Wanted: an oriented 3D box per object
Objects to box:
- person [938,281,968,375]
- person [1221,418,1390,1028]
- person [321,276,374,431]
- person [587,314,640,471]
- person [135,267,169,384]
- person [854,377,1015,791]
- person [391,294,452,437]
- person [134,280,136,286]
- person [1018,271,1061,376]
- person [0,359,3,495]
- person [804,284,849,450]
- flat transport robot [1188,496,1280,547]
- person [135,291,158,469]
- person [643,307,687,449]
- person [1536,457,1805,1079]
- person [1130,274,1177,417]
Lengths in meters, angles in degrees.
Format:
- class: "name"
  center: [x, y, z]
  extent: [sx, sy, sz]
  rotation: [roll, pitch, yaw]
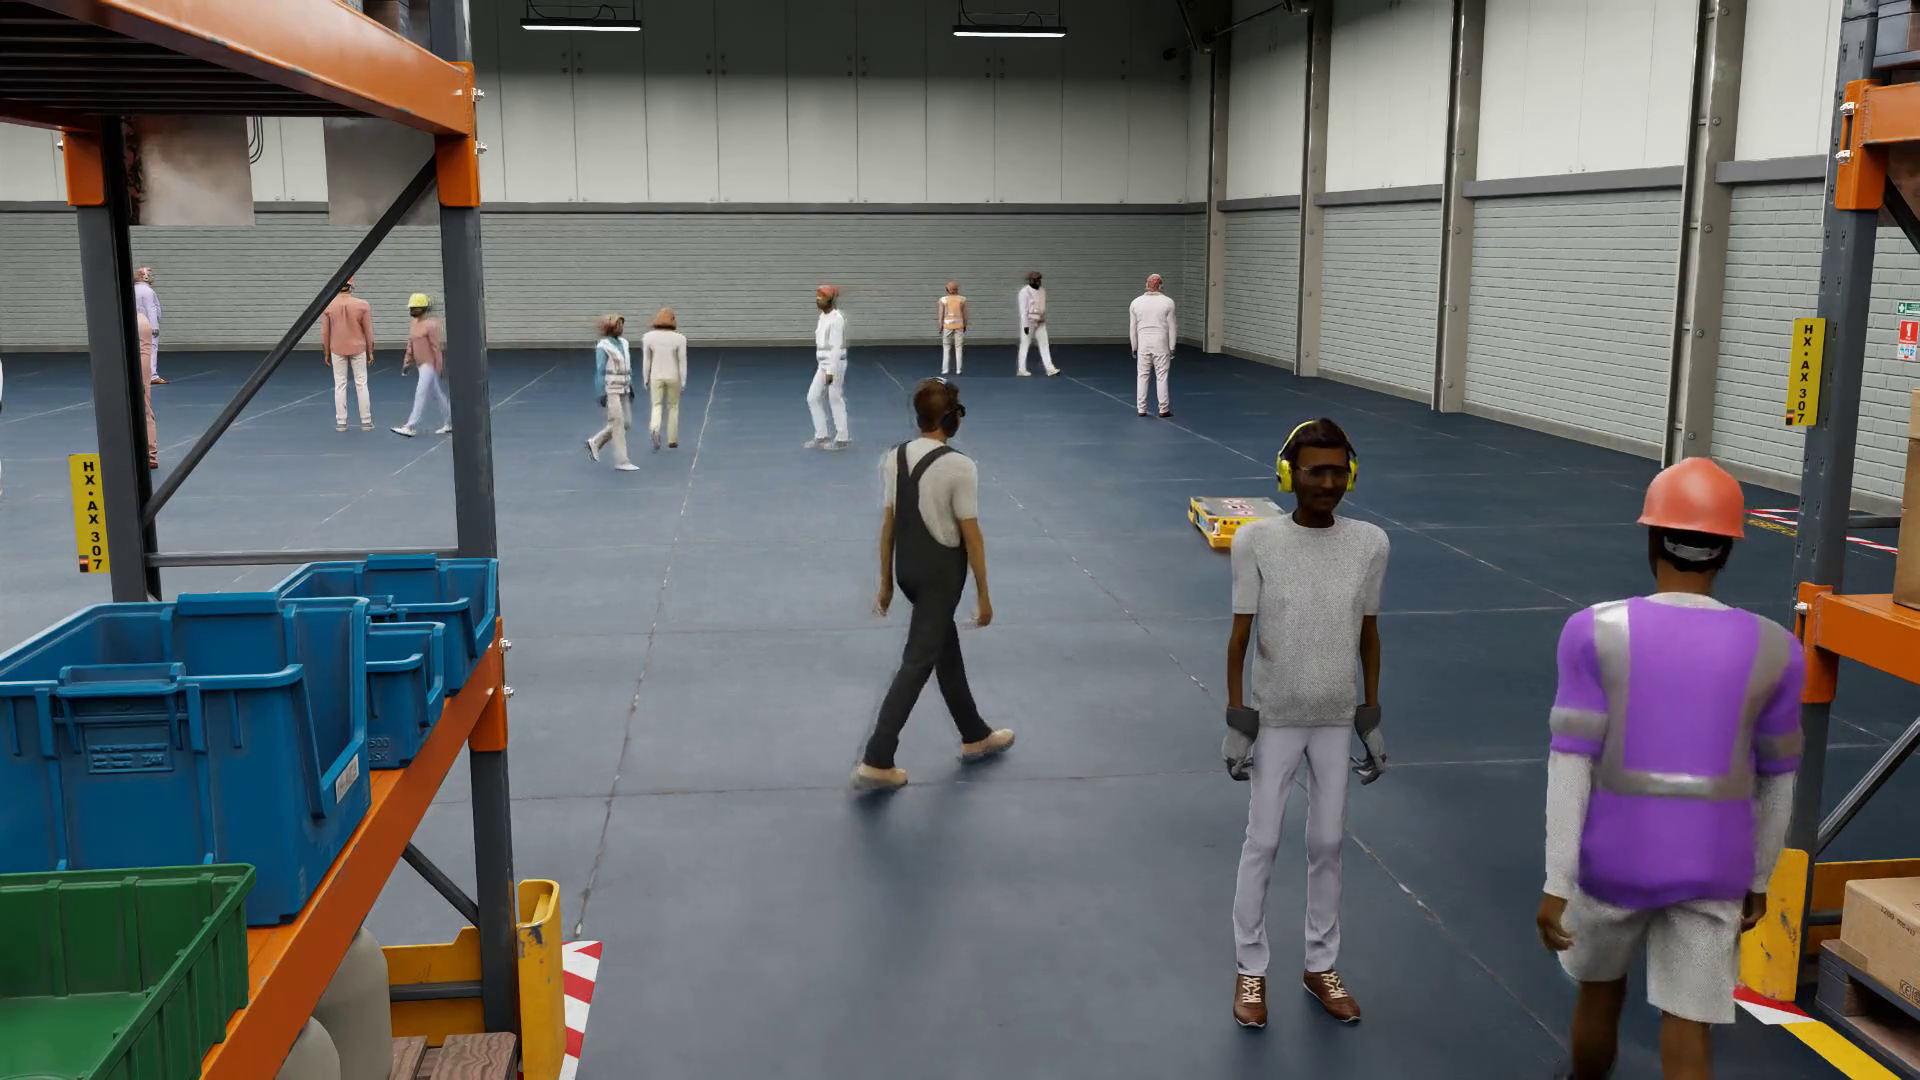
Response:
- class: "person"
  center: [-0.123, -3.699, 29.059]
  extent: [0.528, 1.635, 0.344]
  rotation: [-2, 10, -9]
- class: "person"
  center: [1.055, 0.557, 5.080]
  extent: [0.513, 1.875, 0.328]
  rotation: [-1, 10, -6]
- class: "person"
  center: [-7.592, -2.345, 20.651]
  extent: [0.612, 1.995, 0.382]
  rotation: [-3, 11, -17]
- class: "person"
  center: [-3.610, -1.532, 17.198]
  extent: [0.591, 1.623, 0.522]
  rotation: [4, 11, 19]
- class: "person"
  center: [-13.288, -3.506, 27.264]
  extent: [0.651, 1.906, 0.403]
  rotation: [10, 14, 42]
- class: "person"
  center: [-0.125, 0.183, 7.345]
  extent: [0.980, 1.802, 0.531]
  rotation: [-9, 14, -42]
- class: "person"
  center: [-6.527, -2.111, 20.133]
  extent: [0.915, 1.716, 0.550]
  rotation: [-10, 14, -42]
- class: "person"
  center: [-16.066, -4.287, 32.403]
  extent: [0.513, 1.590, 0.862]
  rotation: [-3, 11, -15]
- class: "person"
  center: [1.341, -3.701, 28.618]
  extent: [0.658, 1.801, 0.908]
  rotation: [-9, 14, -42]
- class: "person"
  center: [-9.165, -1.326, 15.378]
  extent: [0.579, 1.883, 0.352]
  rotation: [-2, 11, -11]
- class: "person"
  center: [-1.534, -1.924, 18.680]
  extent: [0.648, 1.866, 0.601]
  rotation: [-5, 11, -23]
- class: "flat transport robot"
  center: [2.262, -0.162, 13.414]
  extent: [0.652, 0.197, 1.431]
  rotation: [0, 10, 0]
- class: "person"
  center: [-8.582, -1.672, 17.205]
  extent: [0.643, 1.909, 0.411]
  rotation: [10, 14, 43]
- class: "person"
  center: [-3.321, -1.802, 18.694]
  extent: [0.513, 1.615, 0.578]
  rotation: [0, 10, 1]
- class: "person"
  center: [1.674, 0.745, 4.009]
  extent: [0.566, 1.883, 0.977]
  rotation: [2, 11, 13]
- class: "person"
  center: [2.598, -2.591, 22.241]
  extent: [0.636, 1.911, 0.406]
  rotation: [4, 11, 22]
